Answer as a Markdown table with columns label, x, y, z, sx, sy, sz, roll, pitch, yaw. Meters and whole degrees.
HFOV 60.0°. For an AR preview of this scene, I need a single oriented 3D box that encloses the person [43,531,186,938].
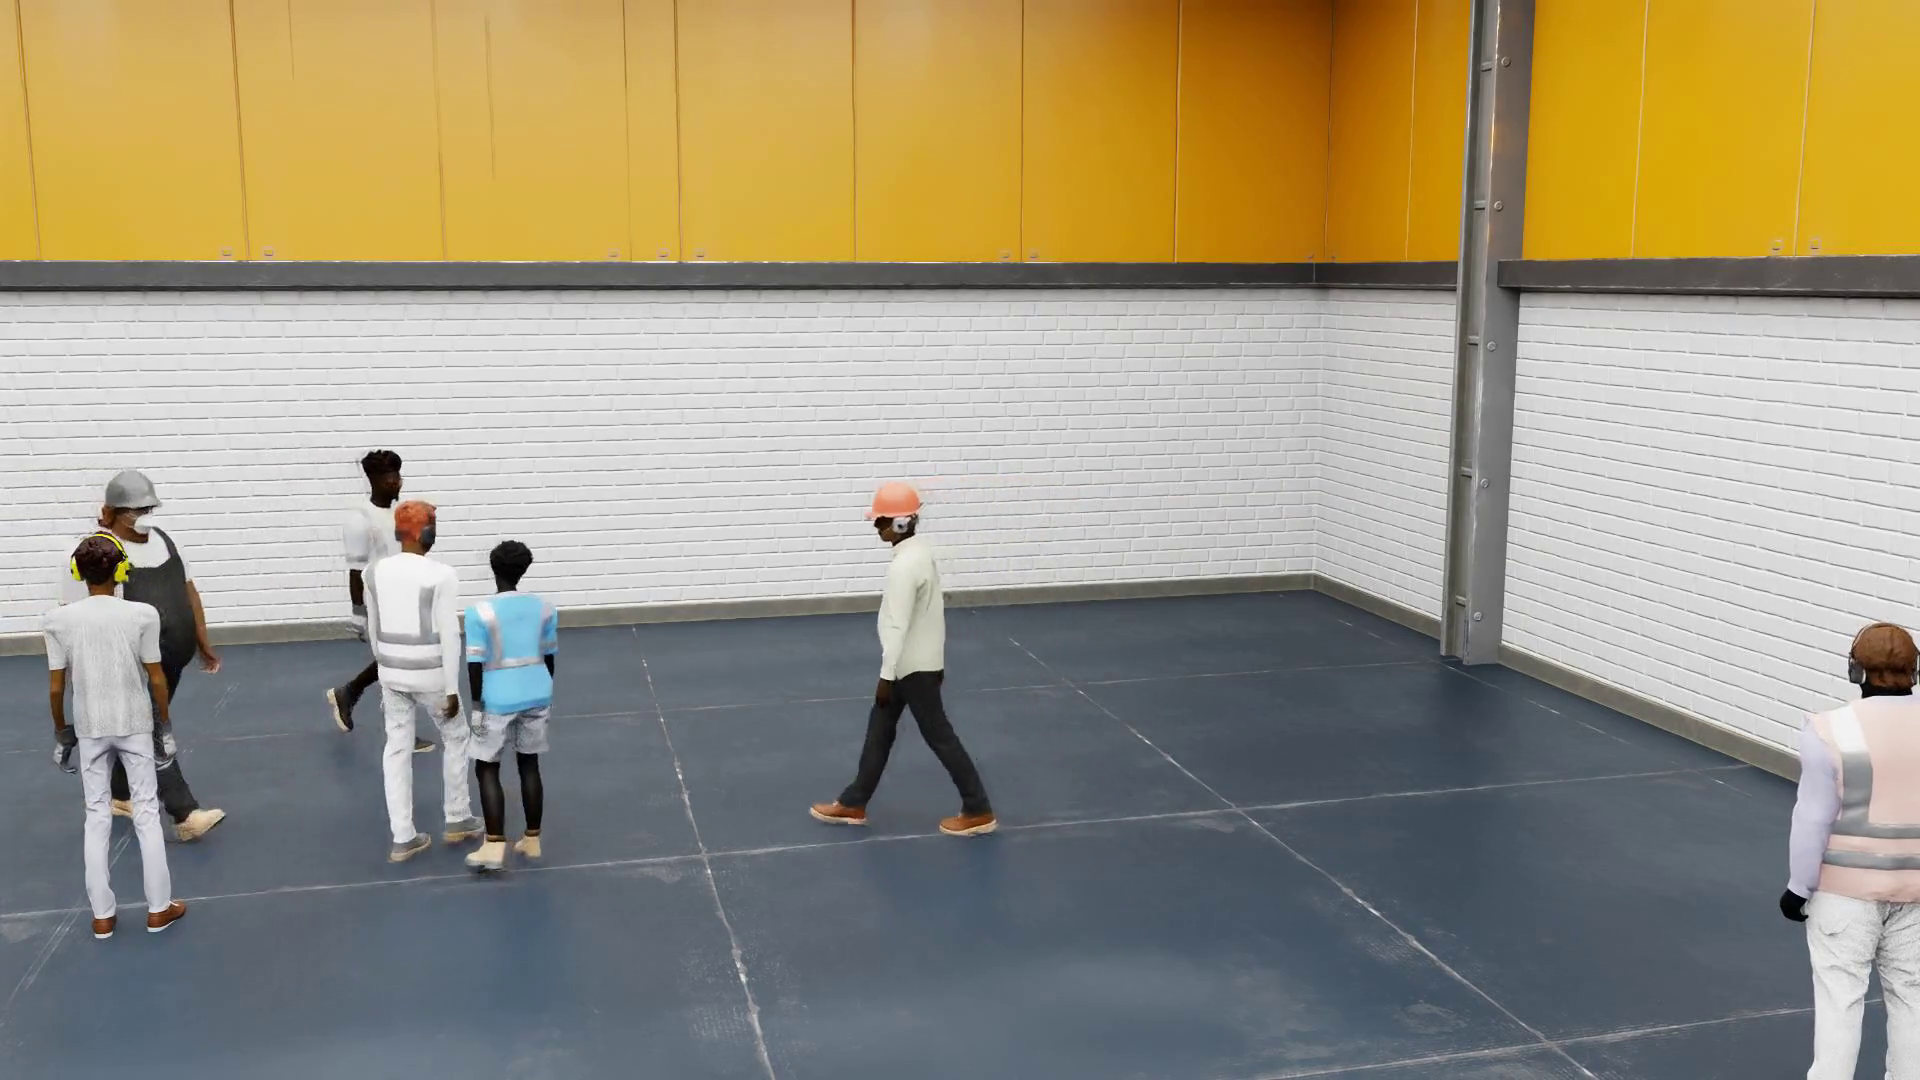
| label | x | y | z | sx | sy | sz | roll | pitch | yaw |
| --- | --- | --- | --- | --- | --- | --- | --- | --- | --- |
| person | -3.869 | 0.889 | 7.612 | 0.514 | 1.871 | 0.329 | -3 | 9 | -16 |

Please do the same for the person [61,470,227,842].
| label | x | y | z | sx | sy | sz | roll | pitch | yaw |
| --- | --- | --- | --- | --- | --- | --- | --- | --- | --- |
| person | -4.353 | 0.583 | 8.982 | 1.024 | 2.000 | 0.691 | 3 | 10 | 18 |

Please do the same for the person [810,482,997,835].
| label | x | y | z | sx | sy | sz | roll | pitch | yaw |
| --- | --- | --- | --- | --- | --- | --- | --- | --- | --- |
| person | -0.276 | 0.649 | 8.940 | 1.045 | 1.934 | 0.626 | 0 | 9 | 3 |

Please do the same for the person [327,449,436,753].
| label | x | y | z | sx | sy | sz | roll | pitch | yaw |
| --- | --- | --- | --- | --- | --- | --- | --- | --- | --- |
| person | -3.735 | 0.378 | 10.595 | 0.769 | 1.945 | 0.610 | 2 | 9 | 14 |

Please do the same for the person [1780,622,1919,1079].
| label | x | y | z | sx | sy | sz | roll | pitch | yaw |
| --- | --- | --- | --- | --- | --- | --- | --- | --- | --- |
| person | 3.180 | 1.194 | 5.811 | 0.619 | 1.839 | 0.430 | 0 | 9 | -1 |

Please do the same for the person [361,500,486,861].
| label | x | y | z | sx | sy | sz | roll | pitch | yaw |
| --- | --- | --- | --- | --- | --- | --- | --- | --- | --- |
| person | -2.806 | 0.710 | 8.747 | 0.586 | 1.862 | 0.726 | 2 | 9 | 13 |

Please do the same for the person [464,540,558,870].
| label | x | y | z | sx | sy | sz | roll | pitch | yaw |
| --- | --- | --- | --- | --- | --- | --- | --- | --- | --- |
| person | -2.293 | 0.835 | 8.559 | 0.397 | 1.661 | 0.568 | 9 | 13 | 44 |
